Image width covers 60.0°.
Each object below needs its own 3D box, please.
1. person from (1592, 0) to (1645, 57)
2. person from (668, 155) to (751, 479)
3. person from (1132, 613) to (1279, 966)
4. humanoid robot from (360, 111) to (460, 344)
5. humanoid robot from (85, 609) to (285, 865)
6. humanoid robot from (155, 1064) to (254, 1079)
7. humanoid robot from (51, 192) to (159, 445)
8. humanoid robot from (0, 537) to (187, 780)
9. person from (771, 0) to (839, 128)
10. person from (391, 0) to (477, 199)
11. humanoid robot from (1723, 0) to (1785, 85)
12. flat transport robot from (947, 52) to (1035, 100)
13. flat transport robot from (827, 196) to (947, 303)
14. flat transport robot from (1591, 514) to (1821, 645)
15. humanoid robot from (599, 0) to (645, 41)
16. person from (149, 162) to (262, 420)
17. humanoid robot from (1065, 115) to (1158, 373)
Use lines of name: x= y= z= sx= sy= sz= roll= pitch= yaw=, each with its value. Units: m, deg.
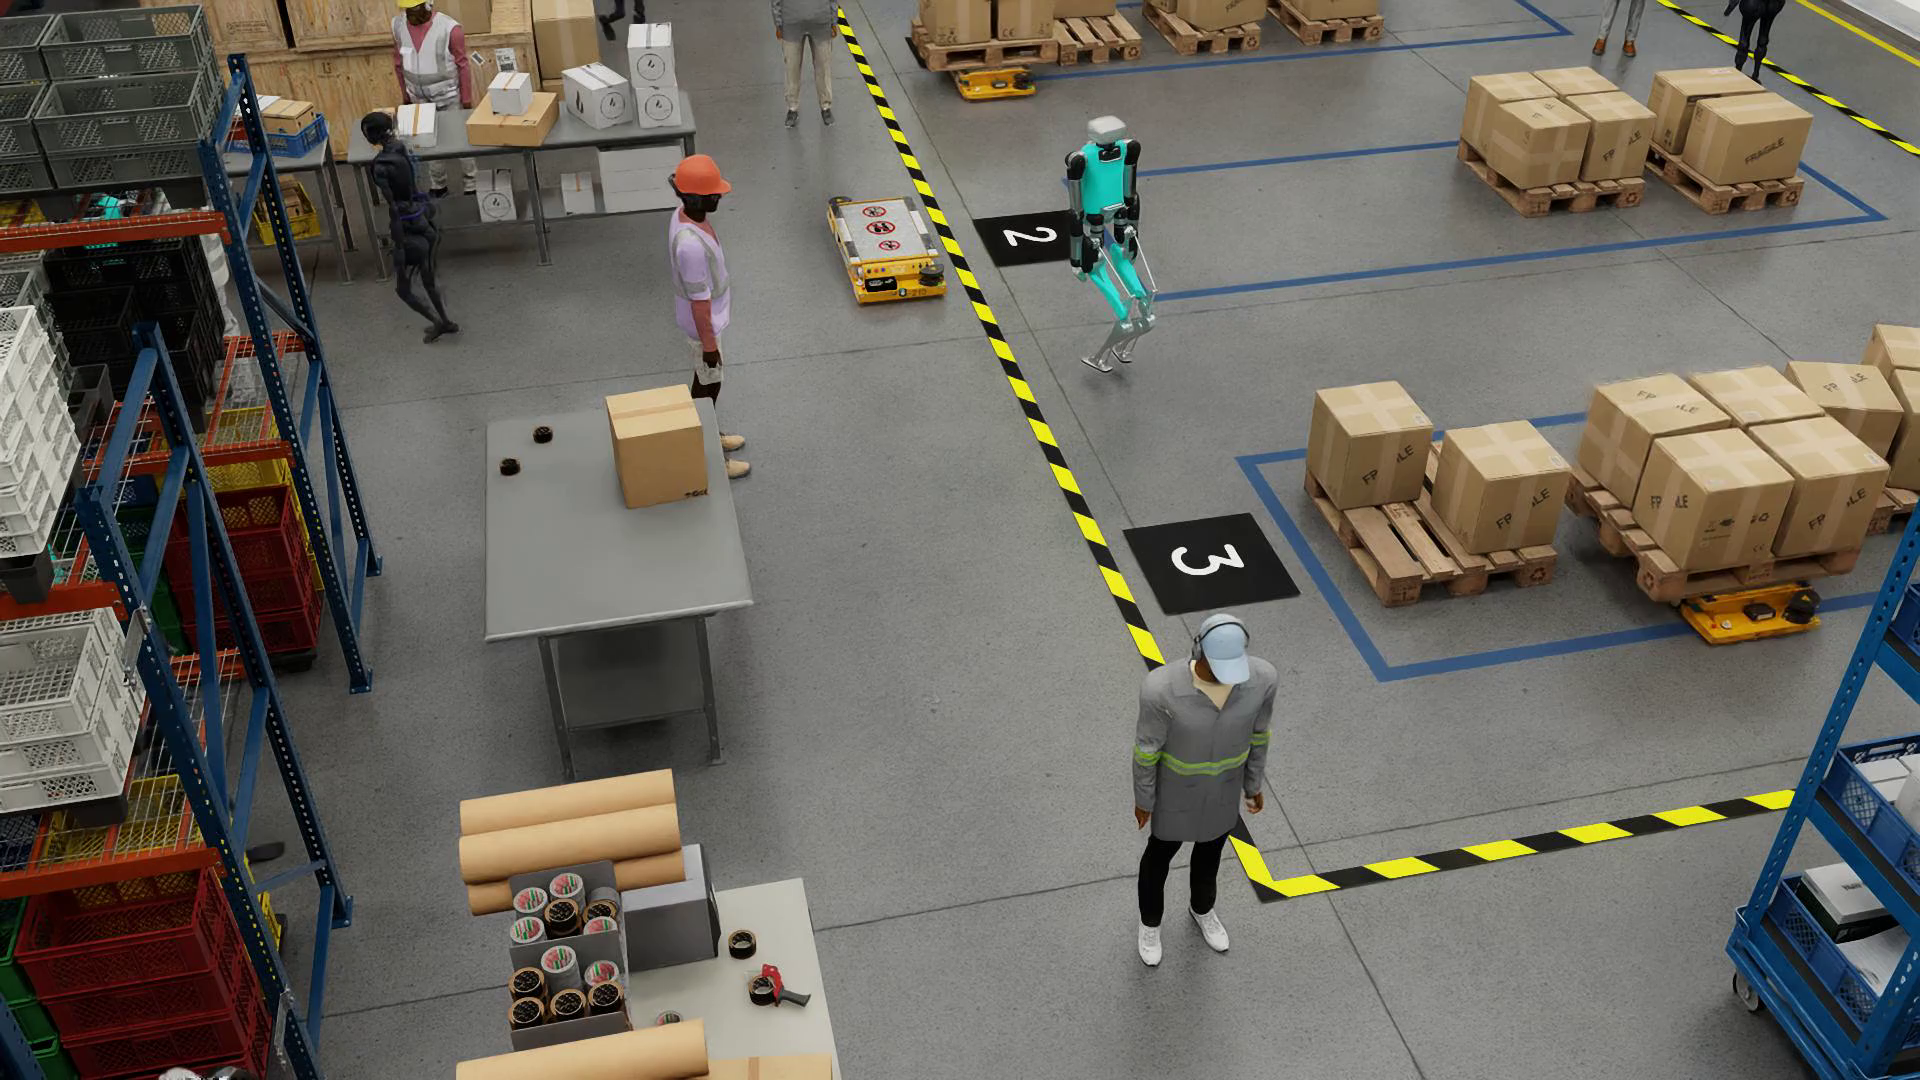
person: x=6.357 y=-5.471 z=15.557 sx=0.587 sy=1.880 sz=0.384 roll=9 pitch=38 yaw=12
person: x=-1.478 y=-1.312 z=9.834 sx=0.387 sy=2.039 sz=0.614 roll=-6 pitch=37 yaw=-8
person: x=0.991 y=1.027 z=6.850 sx=0.586 sy=1.848 sz=0.392 roll=-8 pitch=37 yaw=-10
humanoid robot: x=-3.687 y=-2.104 z=11.203 sx=0.376 sy=1.636 sz=0.611 roll=0 pitch=37 yaw=-1
humanoid robot: x=-3.485 y=0.813 z=7.305 sx=0.603 sy=1.653 sz=0.593 roll=-18 pitch=40 yaw=-22
humanoid robot: x=-2.012 y=2.371 z=5.226 sx=0.771 sy=1.891 sz=0.554 roll=11 pitch=38 yaw=14
humanoid robot: x=-5.081 y=-1.314 z=10.007 sx=0.531 sy=1.690 sz=0.740 roll=-5 pitch=37 yaw=-6
humanoid robot: x=-3.937 y=0.442 z=7.670 sx=0.695 sy=1.733 sz=0.530 roll=-4 pitch=37 yaw=-6
person: x=-1.316 y=-4.410 z=14.227 sx=0.572 sy=1.763 sz=0.403 roll=-4 pitch=37 yaw=-5
person: x=-4.072 y=-3.460 z=12.896 sx=0.599 sy=1.827 sz=0.404 roll=6 pitch=37 yaw=8
humanoid robot: x=7.205 y=-4.903 z=14.951 sx=0.599 sy=1.657 sz=0.315 roll=-13 pitch=39 yaw=-17
flat transport robot: x=0.213 y=-4.494 z=15.571 sx=0.652 sy=0.197 sz=1.431 roll=-8 pitch=37 yaw=-10
flat transport robot: x=-0.570 y=-2.220 z=12.538 sx=0.659 sy=0.231 sz=1.431 roll=-8 pitch=37 yaw=-10
flat transport robot: x=4.189 y=0.040 z=9.476 sx=0.652 sy=0.197 sz=1.431 roll=-8 pitch=37 yaw=-10
humanoid robot: x=-3.210 y=-5.476 z=15.745 sx=0.540 sy=1.642 sz=0.591 roll=30 pitch=46 yaw=34
person: x=-4.758 y=-1.648 z=10.363 sx=0.403 sy=1.946 sz=0.606 roll=-14 pitch=39 yaw=-18
humanoid robot: x=1.031 y=-1.825 z=10.666 sx=0.533 sy=1.673 sz=0.735 roll=-20 pitch=41 yaw=-24
